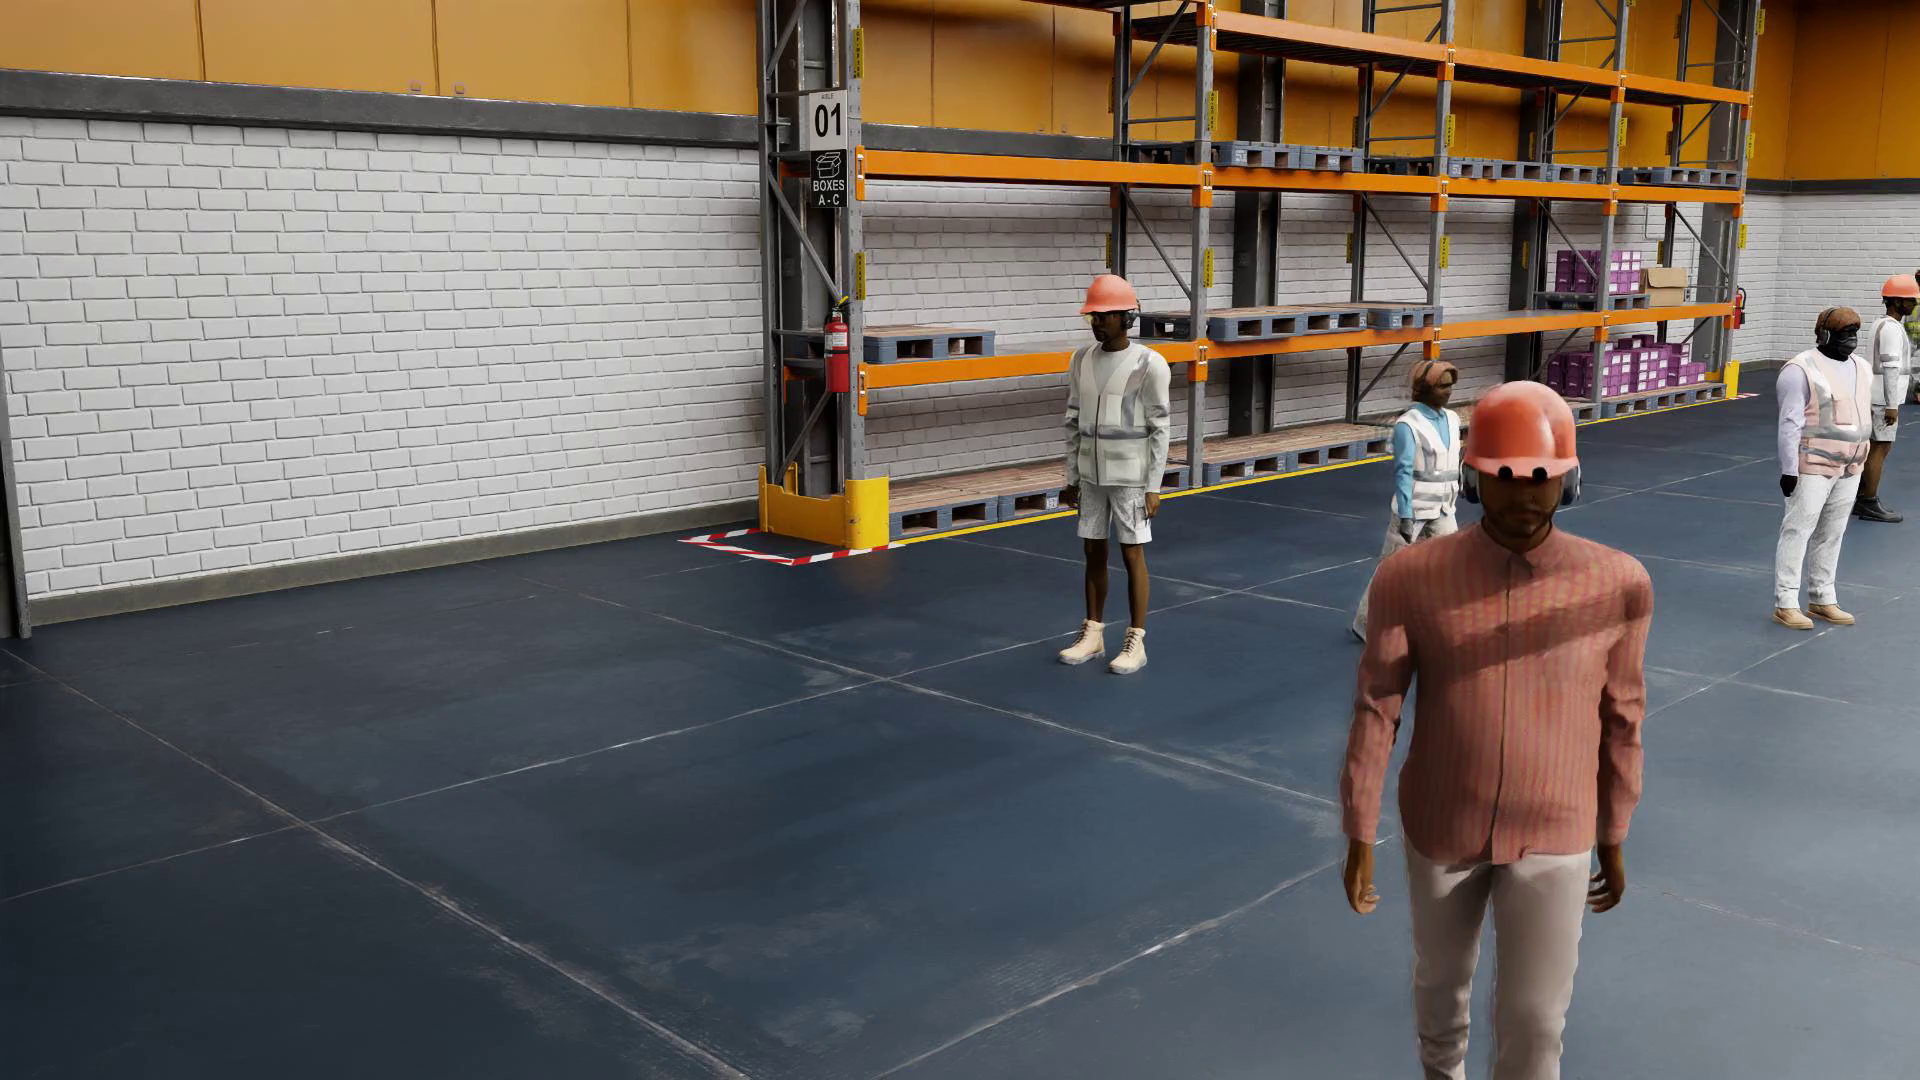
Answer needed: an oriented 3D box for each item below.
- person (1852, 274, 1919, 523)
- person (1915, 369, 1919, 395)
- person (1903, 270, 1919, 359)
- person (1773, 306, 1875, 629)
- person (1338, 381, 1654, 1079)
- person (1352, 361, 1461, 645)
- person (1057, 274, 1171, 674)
[{"bbox_3d":[7.308,-1.112,13.087,0.360,1.935,0.552,3,11,18],"label":"person"},{"bbox_3d":[9.220,-1.476,15.326,0.663,1.848,1.007,2,11,12],"label":"person"},{"bbox_3d":[13.379,-2.879,23.165,0.981,1.787,0.630,0,10,2],"label":"person"},{"bbox_3d":[4.961,-0.412,9.533,0.634,1.842,0.429,-4,11,-21],"label":"person"},{"bbox_3d":[1.173,0.607,3.707,0.639,1.948,1.030,3,11,14],"label":"person"},{"bbox_3d":[2.438,-0.153,8.804,0.534,1.594,0.871,-7,13,-34],"label":"person"},{"bbox_3d":[0.776,-0.330,8.537,0.609,2.043,0.397,9,14,40],"label":"person"}]
